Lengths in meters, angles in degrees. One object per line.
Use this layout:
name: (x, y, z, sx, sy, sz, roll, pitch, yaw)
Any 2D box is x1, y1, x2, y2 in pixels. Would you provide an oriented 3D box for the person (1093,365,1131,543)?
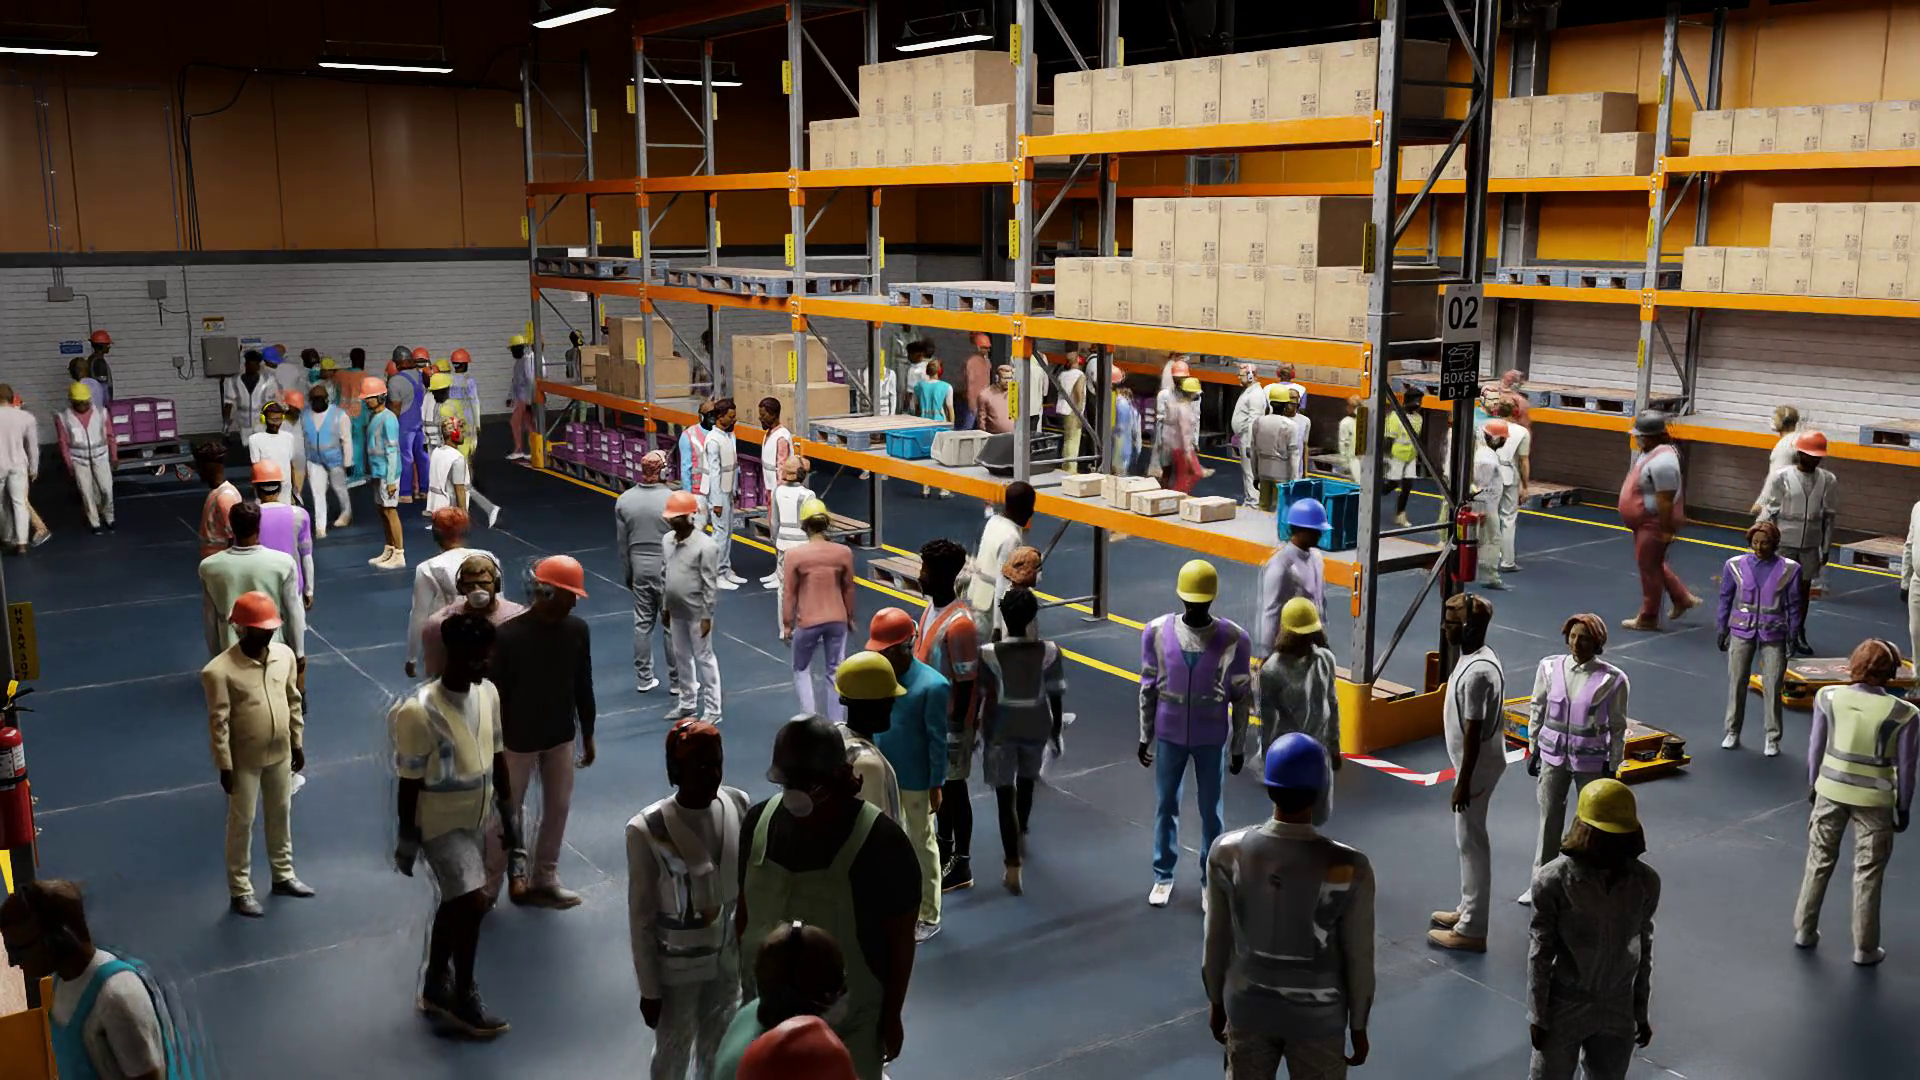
person: (1.681, -0.961, 18.801, 0.506, 2.024, 0.621, -2, 11, -8)

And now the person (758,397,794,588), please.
person: (-1.823, -0.479, 16.658, 0.410, 1.908, 0.598, -4, 12, -18)

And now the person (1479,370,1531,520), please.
person: (6.513, -1.116, 20.024, 0.704, 1.867, 0.623, 9, 14, 39)

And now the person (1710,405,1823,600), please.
person: (7.951, -0.371, 16.162, 1.013, 1.887, 0.639, 5, 12, 24)

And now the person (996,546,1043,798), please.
person: (0.382, 0.835, 10.645, 0.277, 1.626, 0.504, 3, 11, 15)

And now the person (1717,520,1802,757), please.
person: (5.508, 0.667, 11.496, 0.524, 1.631, 0.319, 7, 13, 31)

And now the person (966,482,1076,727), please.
person: (0.317, 0.493, 11.839, 0.974, 1.843, 0.578, -3, 11, -14)

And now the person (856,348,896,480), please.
person: (-1.181, -1.776, 23.350, 0.575, 1.882, 0.360, 2, 11, 12)

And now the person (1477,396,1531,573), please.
person: (5.620, -0.570, 17.305, 0.616, 1.835, 0.392, 11, 15, 44)

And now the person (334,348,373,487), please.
person: (-8.235, -1.701, 22.924, 0.636, 1.888, 0.762, 4, 12, 21)

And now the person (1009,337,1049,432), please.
person: (1.074, -2.306, 26.163, 0.634, 1.841, 0.429, 0, 11, 1)

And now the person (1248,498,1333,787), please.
person: (2.156, 0.677, 10.658, 0.437, 1.930, 0.623, 7, 13, 33)

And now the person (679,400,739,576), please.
person: (-2.536, -0.507, 16.962, 0.625, 1.844, 0.429, -8, 13, -34)

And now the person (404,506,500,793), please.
person: (-3.324, 0.694, 10.777, 0.868, 1.850, 0.604, 8, 14, 36)

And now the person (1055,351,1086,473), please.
person: (1.589, -1.719, 23.256, 0.395, 1.805, 0.760, -5, 12, -26)

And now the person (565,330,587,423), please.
person: (-6.129, -2.447, 26.804, 0.513, 1.877, 0.328, 9, 14, 39)

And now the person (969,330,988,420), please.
person: (0.298, -2.545, 27.304, 0.373, 1.879, 0.580, -1, 11, -6)

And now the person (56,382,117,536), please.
person: (-10.066, -0.934, 19.226, 0.600, 1.808, 0.459, -7, 13, -32)

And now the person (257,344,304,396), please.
person: (-9.691, -1.855, 23.770, 0.676, 1.879, 0.478, -8, 14, -37)

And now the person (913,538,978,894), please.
person: (-0.096, 0.954, 9.162, 0.367, 1.966, 0.607, -4, 12, -18)

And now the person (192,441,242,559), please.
person: (-5.755, 0.196, 13.045, 0.367, 1.963, 0.609, -6, 13, -29)

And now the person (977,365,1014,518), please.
person: (0.527, -1.209, 20.445, 0.640, 1.892, 0.394, -3, 11, -13)

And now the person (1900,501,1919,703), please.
person: (7.323, 0.349, 12.448, 0.403, 1.897, 0.654, -4, 12, -21)

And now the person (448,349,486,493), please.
person: (-6.635, -1.585, 22.226, 0.551, 1.936, 0.356, 4, 12, 20)

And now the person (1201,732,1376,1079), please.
person: (1.143, 1.624, 5.814, 0.604, 1.939, 0.415, 6, 12, 26)

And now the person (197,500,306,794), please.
person: (-4.496, 0.703, 10.596, 0.591, 1.911, 0.384, -2, 11, -10)

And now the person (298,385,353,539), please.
person: (-7.374, -0.952, 19.457, 0.631, 1.777, 0.993, -1, 11, -4)

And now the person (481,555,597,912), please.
person: (-2.275, 1.044, 8.760, 0.762, 1.945, 0.501, -10, 15, -40)

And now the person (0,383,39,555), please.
person: (-10.454, -0.779, 18.282, 0.633, 1.885, 1.046, -8, 13, -35)

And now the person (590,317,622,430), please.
person: (-5.942, -2.772, 28.158, 0.623, 1.992, 0.396, 2, 11, 10)

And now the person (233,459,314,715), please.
person: (-5.063, 0.364, 12.304, 0.550, 1.923, 0.391, -8, 14, -35)

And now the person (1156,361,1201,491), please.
person: (2.680, -1.233, 20.423, 0.543, 1.939, 0.360, 0, 11, -1)

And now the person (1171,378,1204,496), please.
person: (2.765, -1.108, 20.268, 0.423, 1.743, 0.559, 3, 12, 16)

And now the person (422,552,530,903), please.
person: (-2.534, 1.013, 8.933, 0.629, 1.939, 0.374, -3, 11, -16)

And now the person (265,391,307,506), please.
person: (-7.729, -0.880, 19.253, 0.594, 1.695, 0.944, -7, 13, -33)

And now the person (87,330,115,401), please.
person: (-12.500, -2.040, 24.302, 0.403, 2.038, 0.605, -8, 14, -36)

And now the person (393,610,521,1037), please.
person: (-2.222, 1.279, 7.571, 0.726, 1.930, 0.635, 4, 12, 20)

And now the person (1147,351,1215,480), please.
person: (3.098, -1.868, 23.413, 0.993, 2.000, 0.693, 2, 11, 12)

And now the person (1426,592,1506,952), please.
person: (2.583, 1.165, 8.434, 0.348, 1.839, 0.501, 3, 11, 15)

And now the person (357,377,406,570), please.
person: (-6.075, -0.697, 17.462, 0.406, 2.031, 0.612, -8, 14, -35)

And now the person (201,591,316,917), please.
person: (-3.722, 1.124, 8.869, 0.354, 1.742, 0.566, 6, 13, 28)

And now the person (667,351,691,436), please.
person: (-4.378, -2.090, 25.583, 0.500, 1.636, 0.286, 3, 11, 14)

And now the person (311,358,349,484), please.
person: (-8.715, -1.649, 23.058, 0.485, 1.744, 0.294, -11, 15, -44)

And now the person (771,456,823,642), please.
person: (-1.419, 0.088, 14.432, 0.514, 1.640, 0.310, 8, 13, 34)

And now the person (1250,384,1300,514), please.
person: (3.360, -0.690, 17.669, 0.370, 1.926, 0.594, -10, 15, -42)

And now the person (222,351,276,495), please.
person: (-9.450, -1.554, 22.137, 0.659, 1.897, 0.990, -3, 11, -14)
